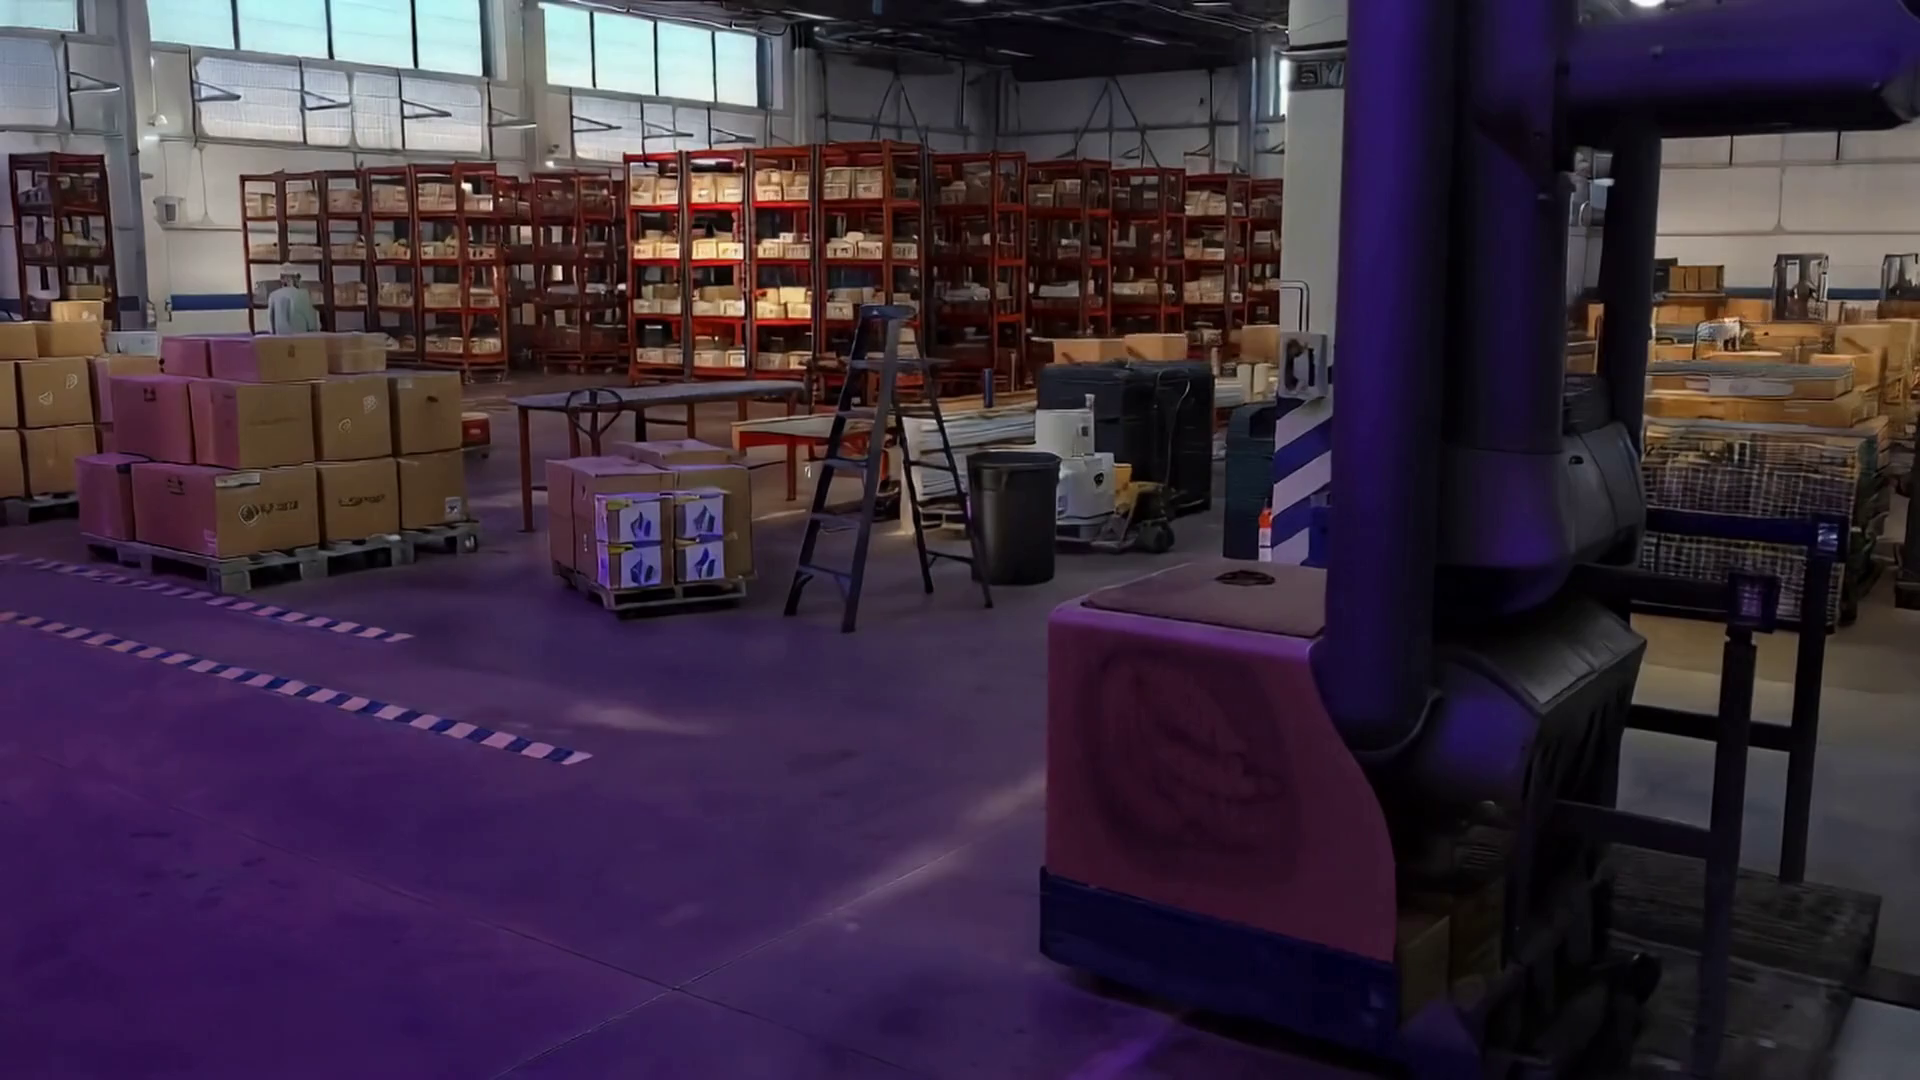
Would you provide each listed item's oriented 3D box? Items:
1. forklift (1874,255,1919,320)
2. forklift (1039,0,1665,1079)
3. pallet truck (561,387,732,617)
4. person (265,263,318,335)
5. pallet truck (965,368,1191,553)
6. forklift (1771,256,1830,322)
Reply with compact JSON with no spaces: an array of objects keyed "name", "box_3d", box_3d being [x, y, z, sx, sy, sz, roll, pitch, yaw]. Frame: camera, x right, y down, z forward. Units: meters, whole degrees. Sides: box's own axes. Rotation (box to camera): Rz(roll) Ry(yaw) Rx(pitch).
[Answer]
[{"name":"forklift","box_3d":[22.089,-5.634,38.796,1.157,1.987,2.680,6,11,33]},{"name":"forklift","box_3d":[1.249,-0.137,4.360,1.873,2.768,1.129,7,12,35]},{"name":"pallet truck","box_3d":[-1.981,-0.274,10.088,0.680,1.201,1.601,-5,11,-28]},{"name":"person","box_3d":[-8.542,-2.543,21.319,0.622,1.992,0.394,-1,10,-8]},{"name":"pallet truck","box_3d":[0.845,-0.609,11.869,1.630,1.274,0.653,7,12,35]},{"name":"forklift","box_3d":[20.253,-5.854,40.139,1.157,1.987,2.680,7,12,35]}]
